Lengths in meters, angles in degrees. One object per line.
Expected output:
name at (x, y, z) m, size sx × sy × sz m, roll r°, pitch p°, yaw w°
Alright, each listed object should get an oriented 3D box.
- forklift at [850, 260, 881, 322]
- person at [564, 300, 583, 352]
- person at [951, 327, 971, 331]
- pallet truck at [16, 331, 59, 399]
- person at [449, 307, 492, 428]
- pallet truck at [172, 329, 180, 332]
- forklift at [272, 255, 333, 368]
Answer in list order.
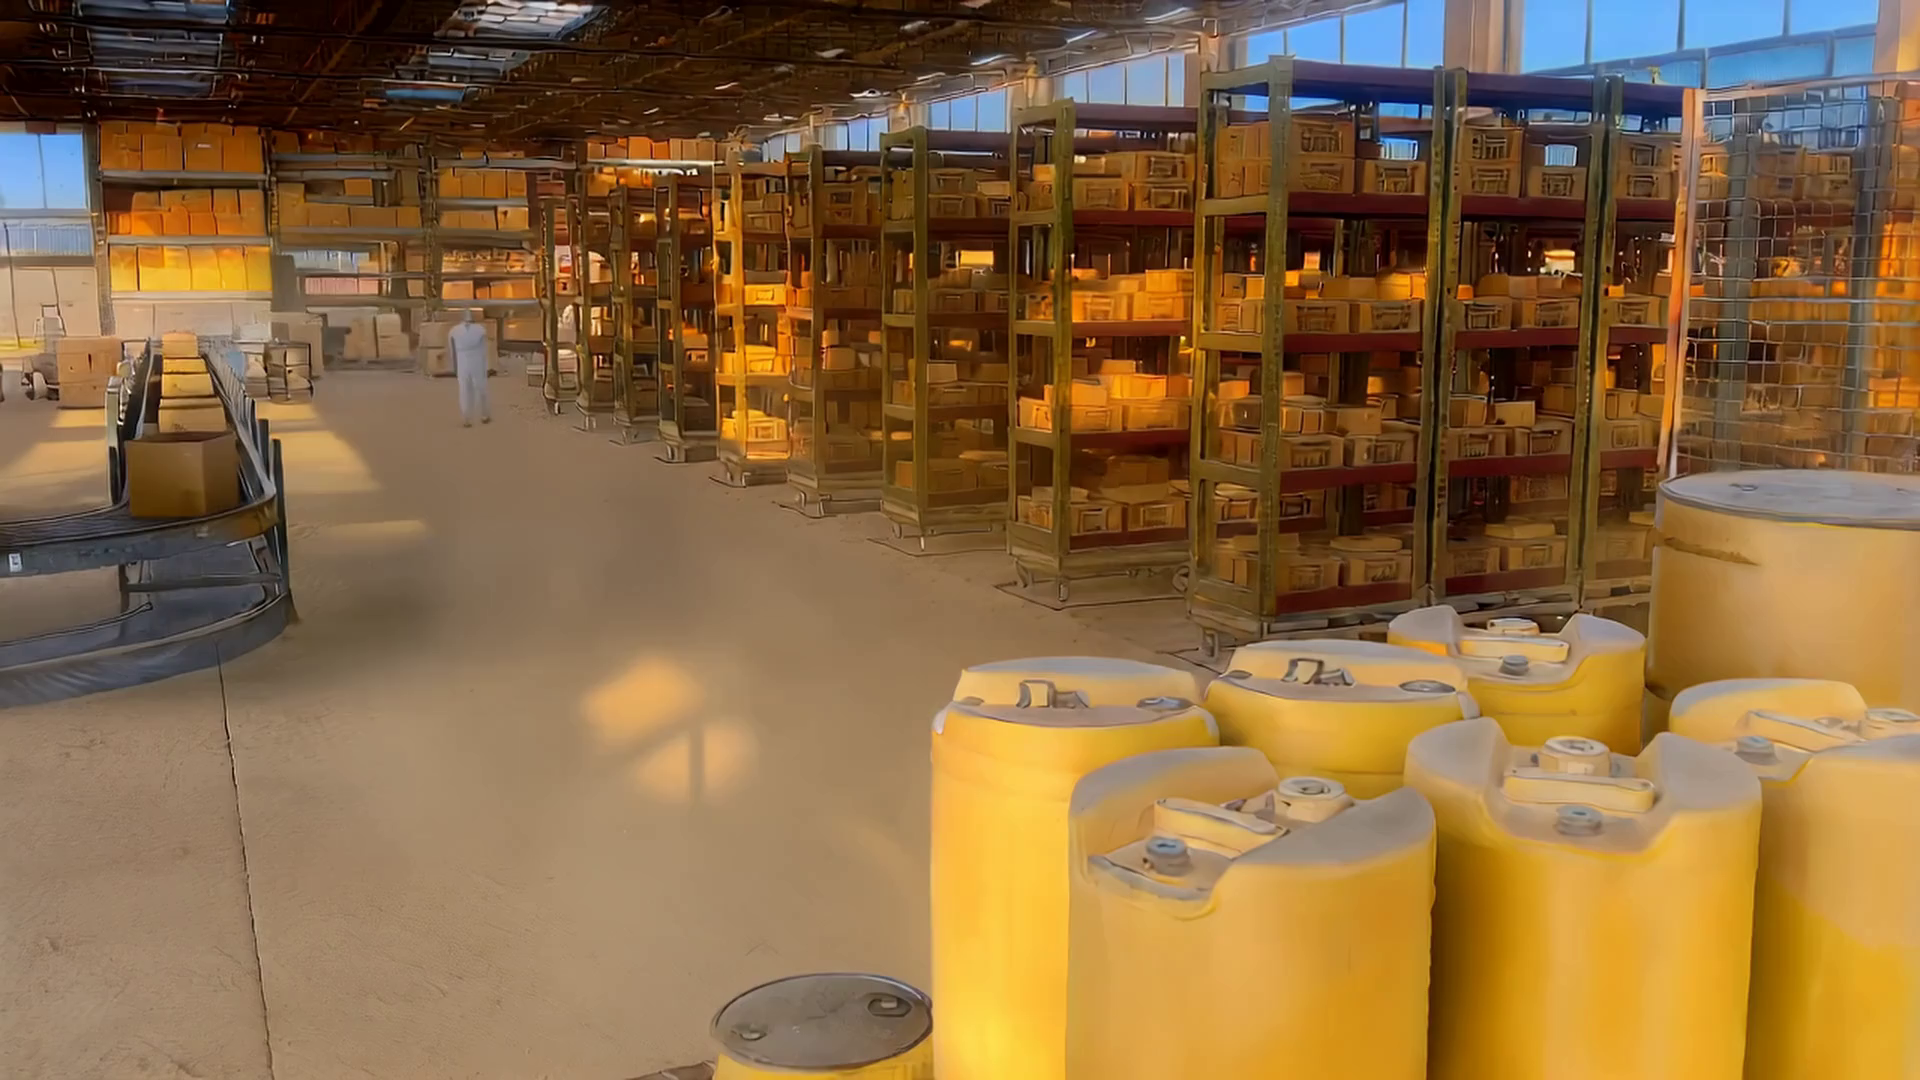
forklift at (-2.971, -7.914, 55.187) m, size 1.129 × 2.768 × 1.873 m, roll -4°, pitch 10°, yaw -25°
person at (-9.347, -5.058, 40.358) m, size 0.613 × 1.944 × 0.406 m, roll 4°, pitch 10°, yaw 25°
person at (-0.052, -2.503, 24.405) m, size 0.673 × 1.978 × 0.620 m, roll -5°, pitch 10°, yaw -27°
pallet truck at (-17.082, -3.353, 31.781) m, size 1.630 × 1.274 × 0.653 m, roll -4°, pitch 10°, yaw -25°
person at (-7.590, -2.689, 25.910) m, size 0.673 × 1.855 × 0.960 m, roll 0°, pitch 9°, yaw -3°
pallet truck at (-17.275, -3.851, 35.096) m, size 1.601 × 1.201 × 0.680 m, roll 0°, pitch 9°, yaw 1°
forklift at (-16.737, -5.690, 41.390) m, size 1.873 × 2.768 × 1.129 m, roll -2°, pitch 9°, yaw -15°
